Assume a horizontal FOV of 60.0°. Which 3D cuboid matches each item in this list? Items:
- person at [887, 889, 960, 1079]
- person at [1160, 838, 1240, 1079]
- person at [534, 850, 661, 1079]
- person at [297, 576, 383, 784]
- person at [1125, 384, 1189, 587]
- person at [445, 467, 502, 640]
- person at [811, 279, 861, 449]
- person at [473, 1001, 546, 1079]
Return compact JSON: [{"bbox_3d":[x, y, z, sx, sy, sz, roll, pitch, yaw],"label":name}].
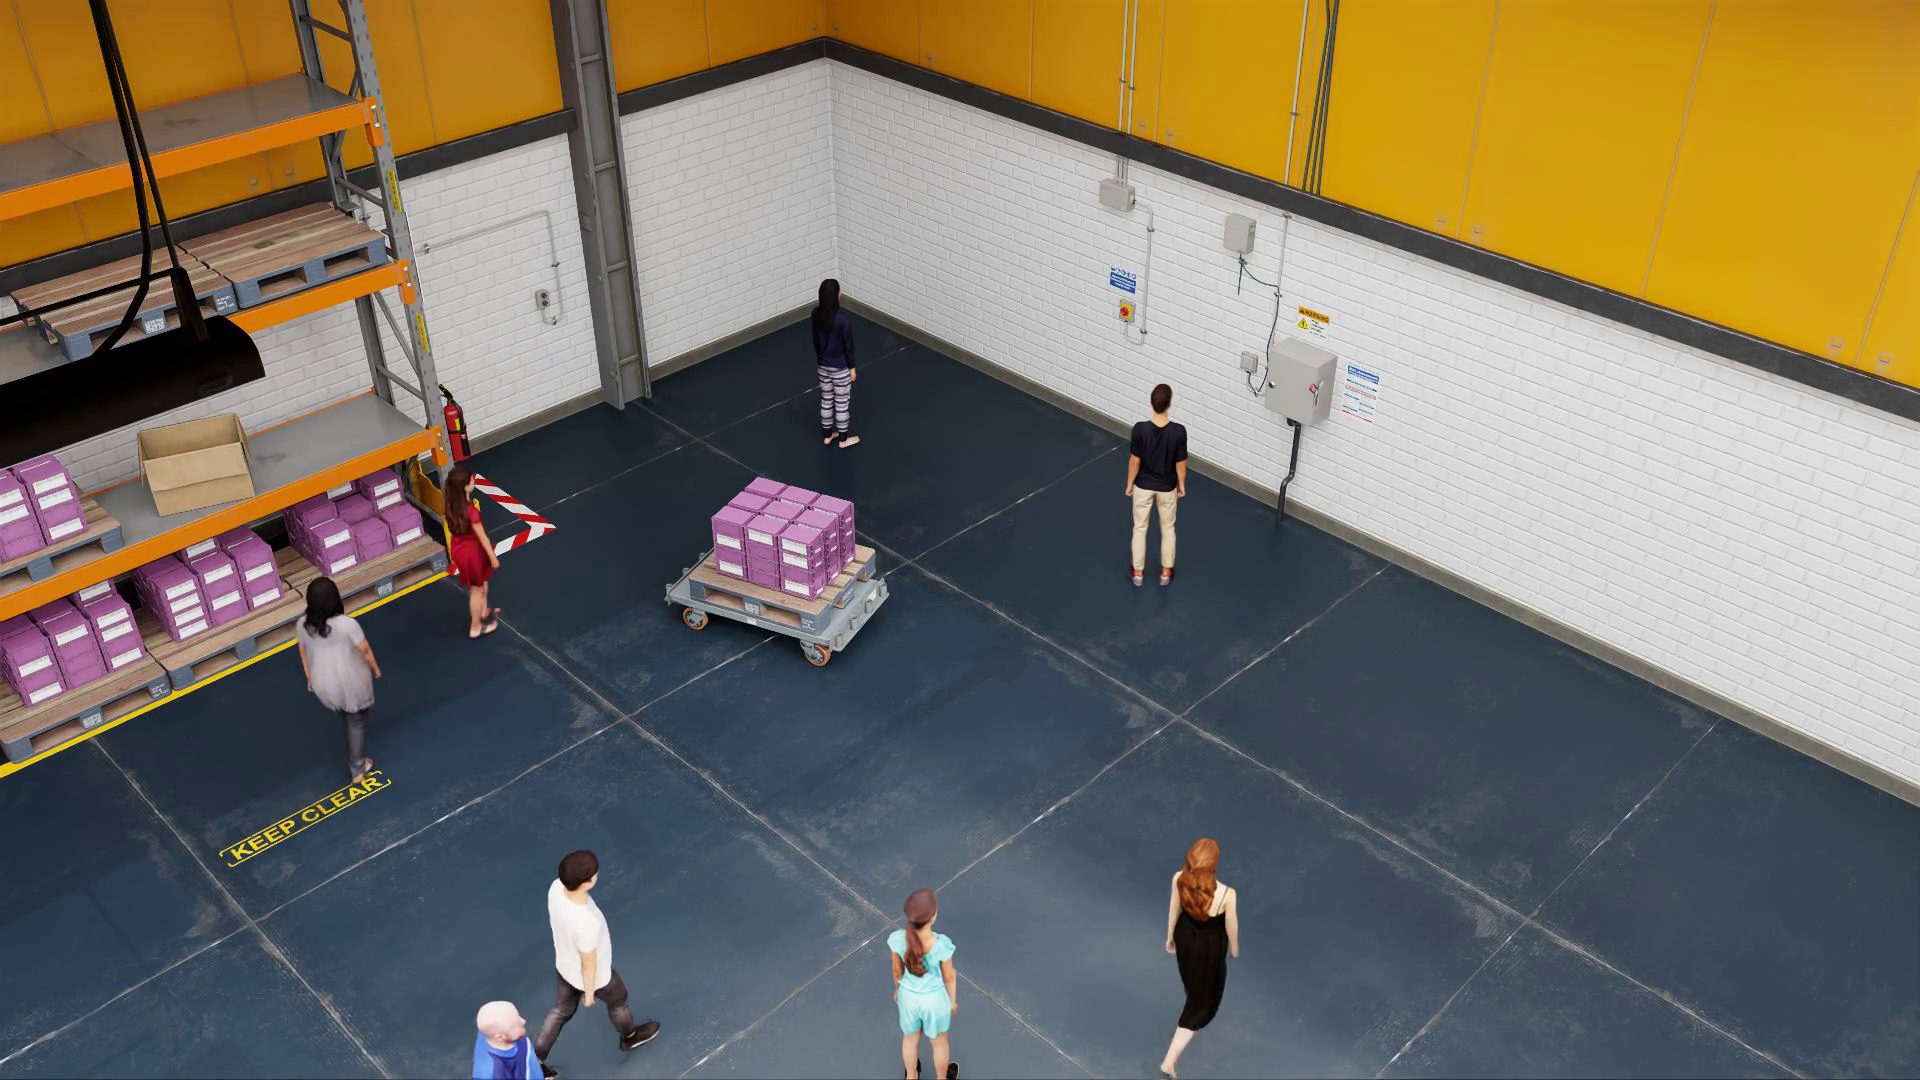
[{"bbox_3d":[-0.205,2.598,9.507,0.643,1.558,0.678,8,34,12],"label":"person"},{"bbox_3d":[1.369,2.434,9.719,0.658,1.598,1.078,22,40,30],"label":"person"},{"bbox_3d":[-2.244,2.482,9.570,1.110,1.683,0.652,-27,42,-35],"label":"person"},{"bbox_3d":[-4.438,1.026,11.862,0.978,1.569,1.085,2,34,4],"label":"person"},{"bbox_3d":[1.628,-0.445,13.818,0.715,1.854,0.764,1,34,2],"label":"person"},{"bbox_3d":[-3.959,0.129,13.239,0.574,1.538,0.645,25,41,32],"label":"person"},{"bbox_3d":[-1.198,-1.679,15.782,0.644,1.735,0.582,20,39,27],"label":"person"},{"bbox_3d":[-2.278,3.030,8.602,0.751,1.841,0.755,-8,34,-12],"label":"person"}]
